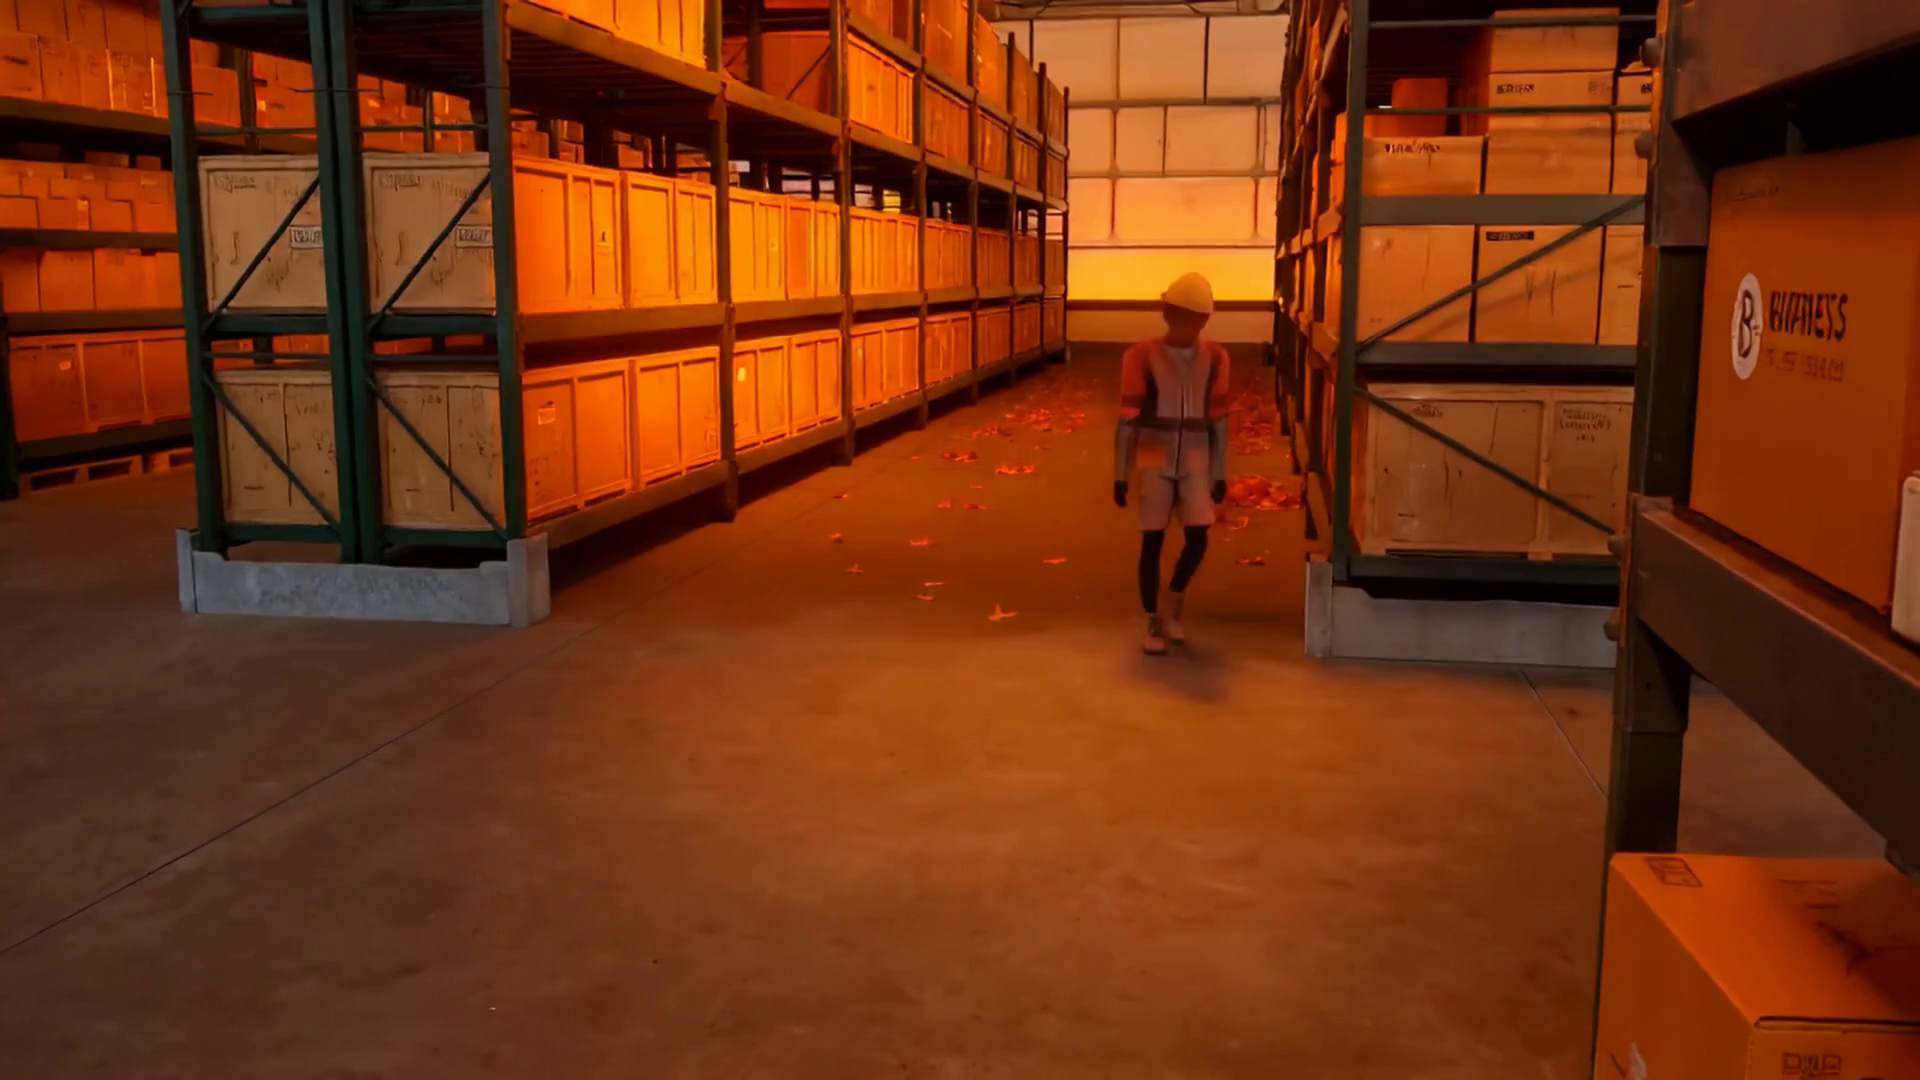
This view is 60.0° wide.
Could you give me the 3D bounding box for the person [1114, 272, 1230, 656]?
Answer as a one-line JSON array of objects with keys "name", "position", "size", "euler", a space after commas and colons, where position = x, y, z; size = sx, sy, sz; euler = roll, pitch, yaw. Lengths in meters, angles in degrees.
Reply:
[{"name": "person", "position": [1.106, -0.381, 8.726], "size": [0.670, 2.016, 0.435], "euler": [-1, 9, -8]}]
